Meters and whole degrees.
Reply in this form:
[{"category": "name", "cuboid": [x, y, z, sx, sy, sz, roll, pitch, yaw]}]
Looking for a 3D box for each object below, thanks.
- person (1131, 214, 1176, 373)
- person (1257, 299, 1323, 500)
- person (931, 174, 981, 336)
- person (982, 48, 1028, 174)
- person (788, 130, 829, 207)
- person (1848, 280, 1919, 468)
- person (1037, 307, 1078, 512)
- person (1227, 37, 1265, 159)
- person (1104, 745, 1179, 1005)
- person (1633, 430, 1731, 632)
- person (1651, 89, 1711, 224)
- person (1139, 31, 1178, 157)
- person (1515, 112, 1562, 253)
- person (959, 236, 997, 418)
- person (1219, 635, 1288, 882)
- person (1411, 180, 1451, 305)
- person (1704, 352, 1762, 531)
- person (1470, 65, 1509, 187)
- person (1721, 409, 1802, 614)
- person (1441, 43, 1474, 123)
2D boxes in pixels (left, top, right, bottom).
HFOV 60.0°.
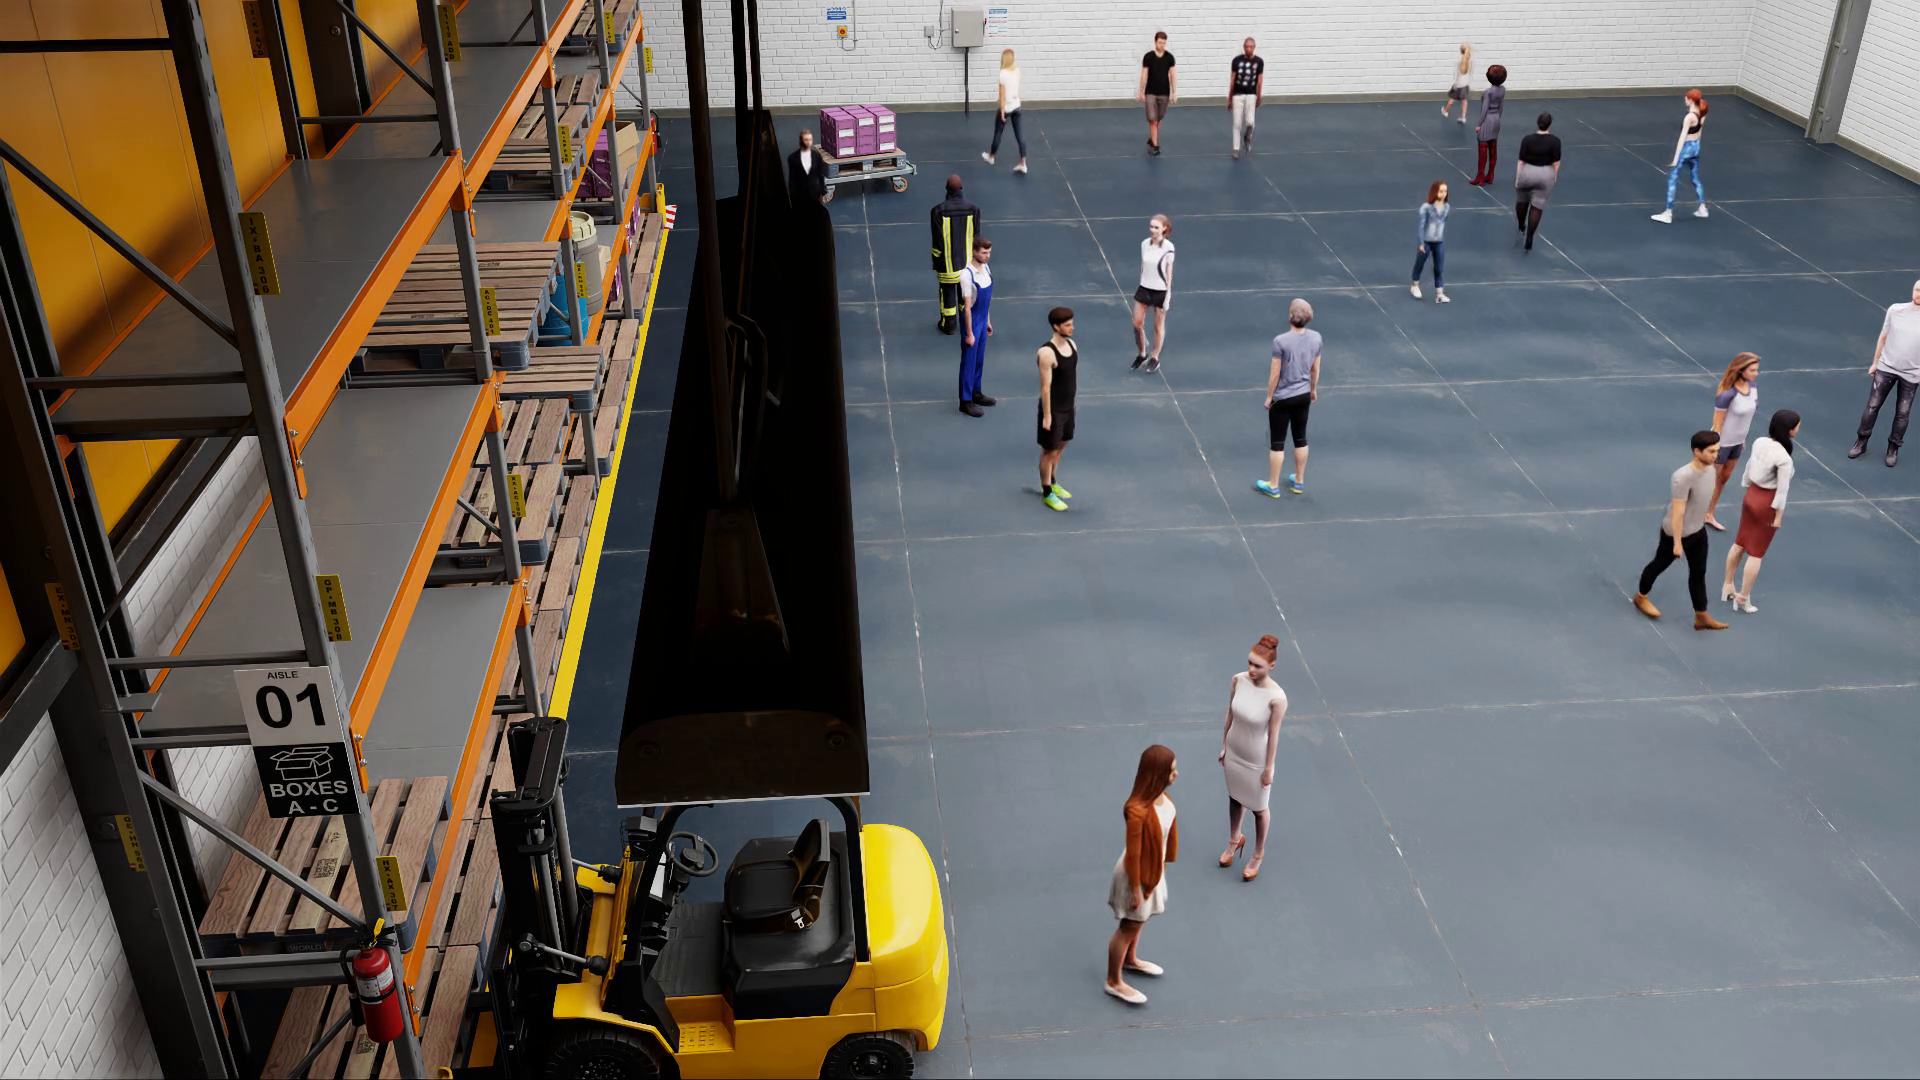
[{"category": "person", "cuboid": [2.128, -2.652, 17.817, 0.721, 1.740, 0.774, 16, 32, 26]}, {"category": "person", "cuboid": [3.022, -1.290, 15.168, 0.712, 1.885, 0.637, -8, 30, -15]}, {"category": "person", "cuboid": [-0.056, -3.242, 18.814, 0.801, 1.821, 0.742, -8, 30, -15]}, {"category": "person", "cuboid": [0.792, -6.255, 24.391, 0.994, 1.769, 1.215, -19, 34, -30]}, {"category": "person", "cuboid": [-1.954, -4.352, 20.988, 0.718, 1.686, 0.763, -9, 30, -16]}, {"category": "person", "cuboid": [8.957, -1.622, 15.832, 0.756, 1.832, 0.801, 19, 34, 31]}, {"category": "person", "cuboid": [0.865, -1.216, 15.022, 0.854, 1.896, 0.769, 17, 33, 28]}, {"category": "person", "cuboid": [4.311, -6.726, 25.230, 0.755, 1.792, 0.816, 5, 29, 9]}, {"category": "person", "cuboid": [1.021, 1.887, 9.522, 0.761, 1.714, 0.654, 12, 31, 20]}, {"category": "person", "cuboid": [5.684, -0.116, 13.224, 0.914, 1.686, 1.134, -16, 32, -26]}, {"category": "person", "cuboid": [9.759, -5.155, 22.371, 0.982, 1.773, 0.975, -18, 33, -29]}, {"category": "person", "cuboid": [3.002, -6.824, 25.389, 0.682, 1.813, 1.158, -2, 29, -4]}, {"category": "person", "cuboid": [7.375, -4.549, 21.326, 1.005, 1.709, 1.215, 12, 31, 20]}, {"category": "person", "cuboid": [0.152, -2.201, 16.876, 0.784, 1.849, 0.688, 14, 32, 25]}, {"category": "person", "cuboid": [1.830, 1.361, 10.403, 0.686, 1.793, 0.596, -22, 36, -35]}, {"category": "person", "cuboid": [5.552, -3.553, 19.774, 0.643, 1.447, 0.973, -6, 29, -10]}, {"category": "person", "cuboid": [6.682, -0.863, 14.551, 0.665, 1.727, 0.666, -15, 32, -25]}, {"category": "person", "cuboid": [7.619, -5.966, 23.922, 0.666, 1.710, 0.657, -16, 33, -27]}, {"category": "person", "cuboid": [6.450, -0.242, 13.388, 0.680, 1.749, 0.476, -5, 29, -9]}, {"category": "person", "cuboid": [8.203, -7.437, 27.105, 0.543, 1.245, 0.848, -5, 29, -9]}]
